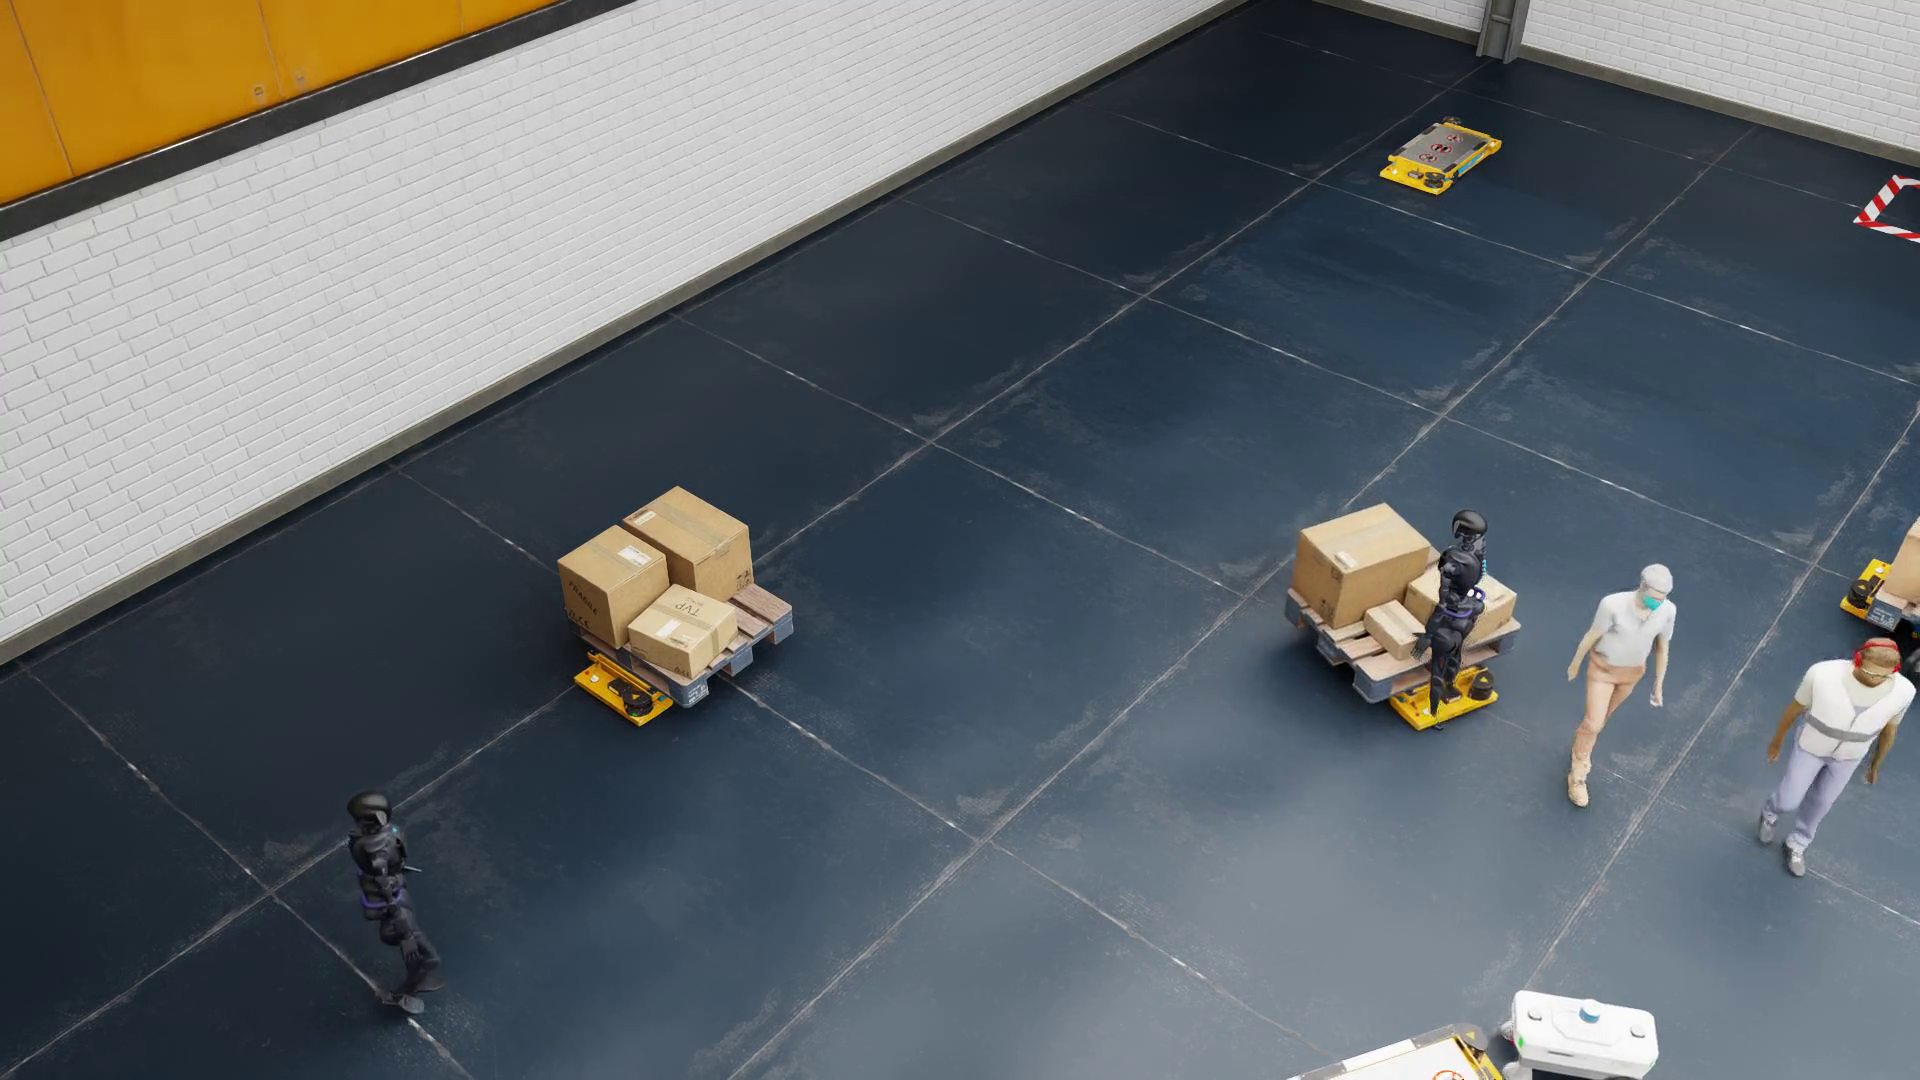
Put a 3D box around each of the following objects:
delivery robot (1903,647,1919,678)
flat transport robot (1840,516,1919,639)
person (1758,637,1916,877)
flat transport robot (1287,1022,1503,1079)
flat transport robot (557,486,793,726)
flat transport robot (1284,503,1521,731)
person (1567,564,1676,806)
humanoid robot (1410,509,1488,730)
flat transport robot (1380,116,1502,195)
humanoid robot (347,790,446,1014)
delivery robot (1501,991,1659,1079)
[{"bbox_3d":[6.782,0.796,11.057,0.769,0.577,0.499,-12,40,-14],"label":"delivery robot"},{"bbox_3d":[6.989,0.572,11.577,1.431,0.231,0.659,30,47,31],"label":"flat transport robot"},{"bbox_3d":[4.980,1.202,9.547,0.588,1.824,0.437,6,39,7],"label":"person"},{"bbox_3d":[2.198,2.989,8.576,1.431,0.231,0.659,-13,41,-15],"label":"flat transport robot"},{"bbox_3d":[-1.887,0.697,11.421,0.659,0.231,1.431,28,46,30],"label":"flat transport robot"},{"bbox_3d":[2.971,0.702,11.415,0.659,0.231,1.431,-17,42,-20],"label":"flat transport robot"},{"bbox_3d":[3.999,0.862,10.054,0.490,1.720,0.678,0,39,-1],"label":"person"},{"bbox_3d":[3.107,0.493,10.541,0.315,1.657,0.599,28,46,30],"label":"humanoid robot"},{"bbox_3d":[4.999,-3.988,17.237,0.659,0.231,1.431,28,46,30],"label":"flat transport robot"},{"bbox_3d":[-3.019,1.898,8.814,0.352,1.646,0.612,-13,41,-16],"label":"humanoid robot"},{"bbox_3d":[3.265,2.639,8.772,0.757,0.580,0.499,8,39,9],"label":"delivery robot"}]
